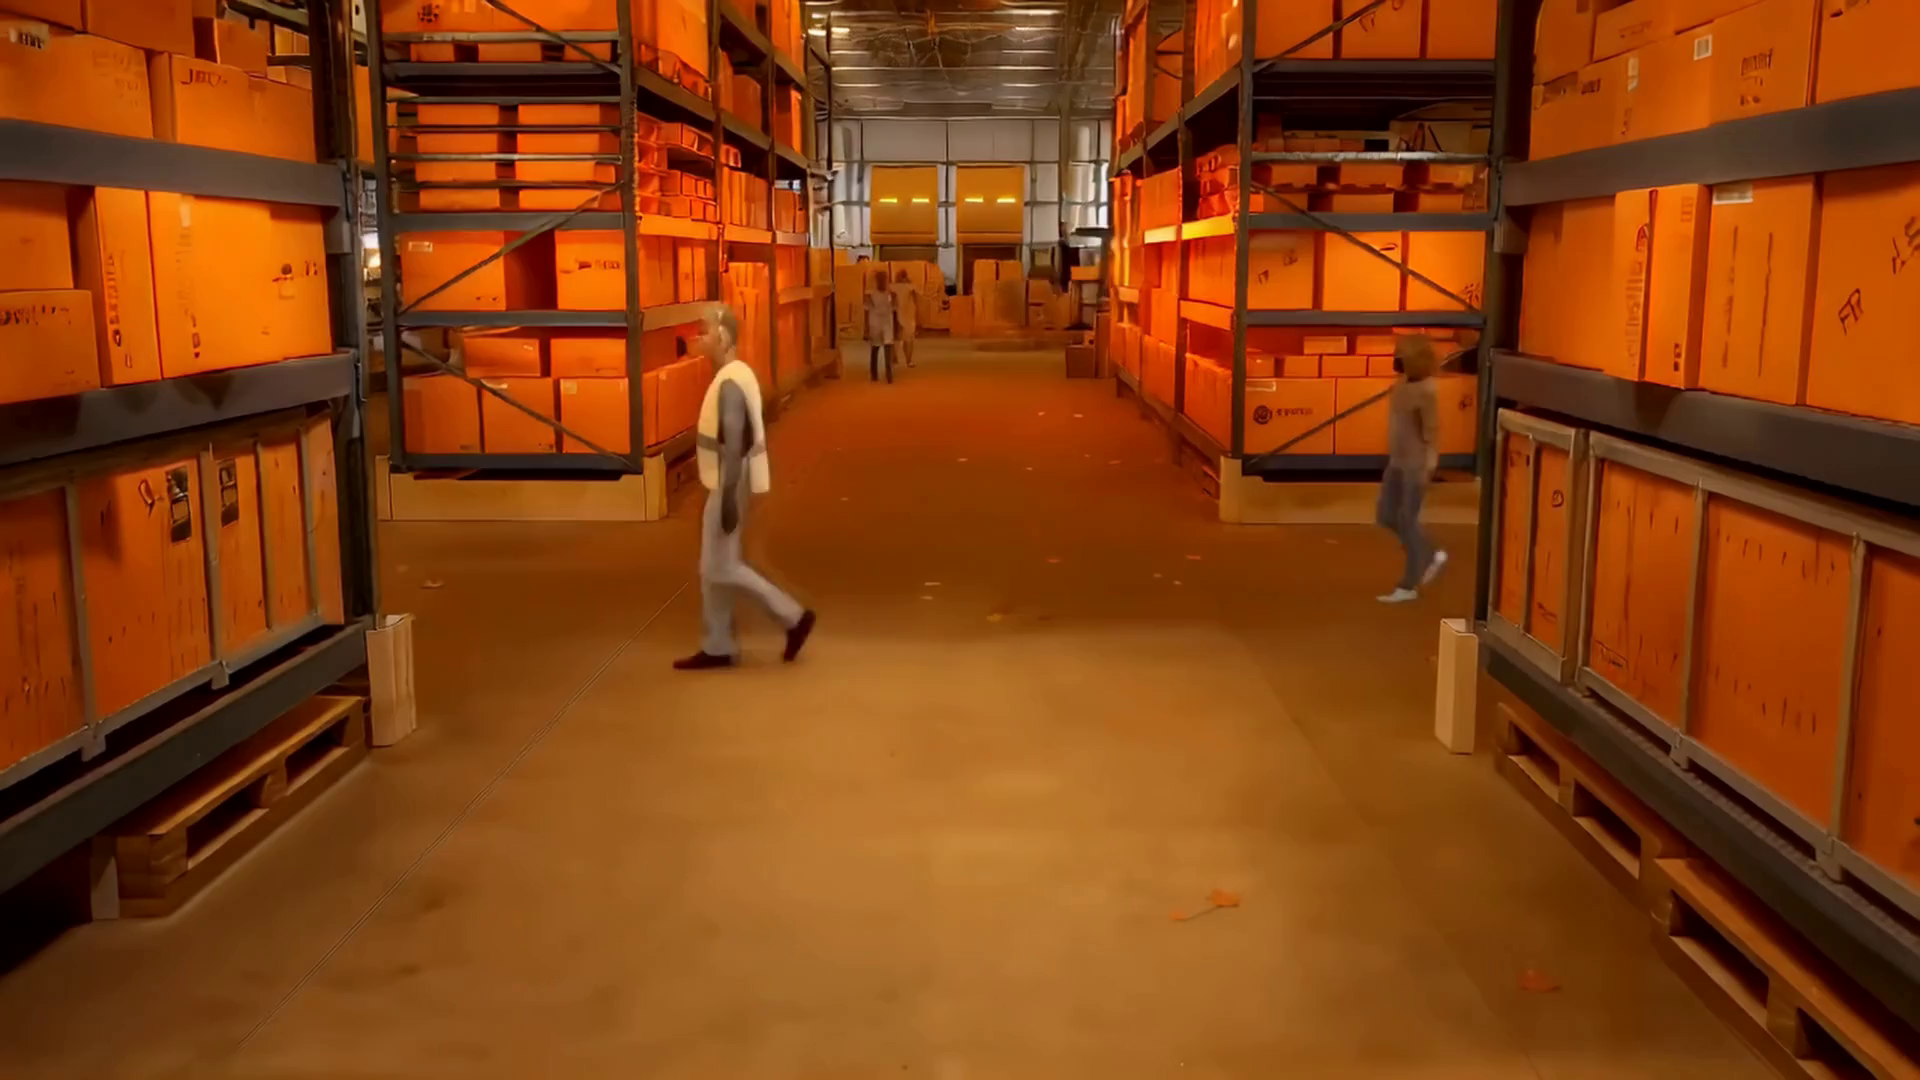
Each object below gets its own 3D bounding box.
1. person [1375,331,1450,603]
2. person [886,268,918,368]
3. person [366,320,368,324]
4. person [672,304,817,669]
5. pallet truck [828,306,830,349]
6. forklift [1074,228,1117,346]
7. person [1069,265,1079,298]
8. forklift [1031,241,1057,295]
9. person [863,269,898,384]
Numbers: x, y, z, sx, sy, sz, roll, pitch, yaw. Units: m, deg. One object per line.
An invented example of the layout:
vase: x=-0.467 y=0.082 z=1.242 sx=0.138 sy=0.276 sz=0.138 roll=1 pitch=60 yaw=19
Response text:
person: x=2.711 y=-0.431 z=9.893 sx=0.450 sy=1.619 sz=0.522 roll=-2 pitch=10 yaw=-13
person: x=-1.111 y=-4.240 z=31.873 sx=0.643 sy=1.908 sz=0.411 roll=2 pitch=10 yaw=14
person: x=-12.735 y=-4.630 z=34.985 sx=0.884 sy=1.645 sz=0.540 roll=4 pitch=10 yaw=25
person: x=-1.089 y=-0.247 z=8.192 sx=0.630 sy=1.824 sz=0.580 roll=-2 pitch=10 yaw=-10
pallet truck: x=-3.100 y=-3.940 z=29.800 sx=1.885 sy=1.965 sz=0.823 roll=3 pitch=10 yaw=19
forklift: x=3.640 y=-5.840 z=38.545 sx=1.873 sy=2.768 sz=1.129 roll=0 pitch=9 yaw=0
person: x=3.975 y=-8.330 z=56.276 sx=0.631 sy=1.940 sz=0.372 roll=6 pitch=11 yaw=31
forklift: x=3.230 y=-10.143 z=64.321 sx=1.129 sy=2.768 sz=1.873 roll=0 pitch=9 yaw=1
person: x=-1.343 y=-3.585 z=27.954 sx=0.608 sy=1.918 sz=1.024 roll=-2 pitch=10 yaw=-10
